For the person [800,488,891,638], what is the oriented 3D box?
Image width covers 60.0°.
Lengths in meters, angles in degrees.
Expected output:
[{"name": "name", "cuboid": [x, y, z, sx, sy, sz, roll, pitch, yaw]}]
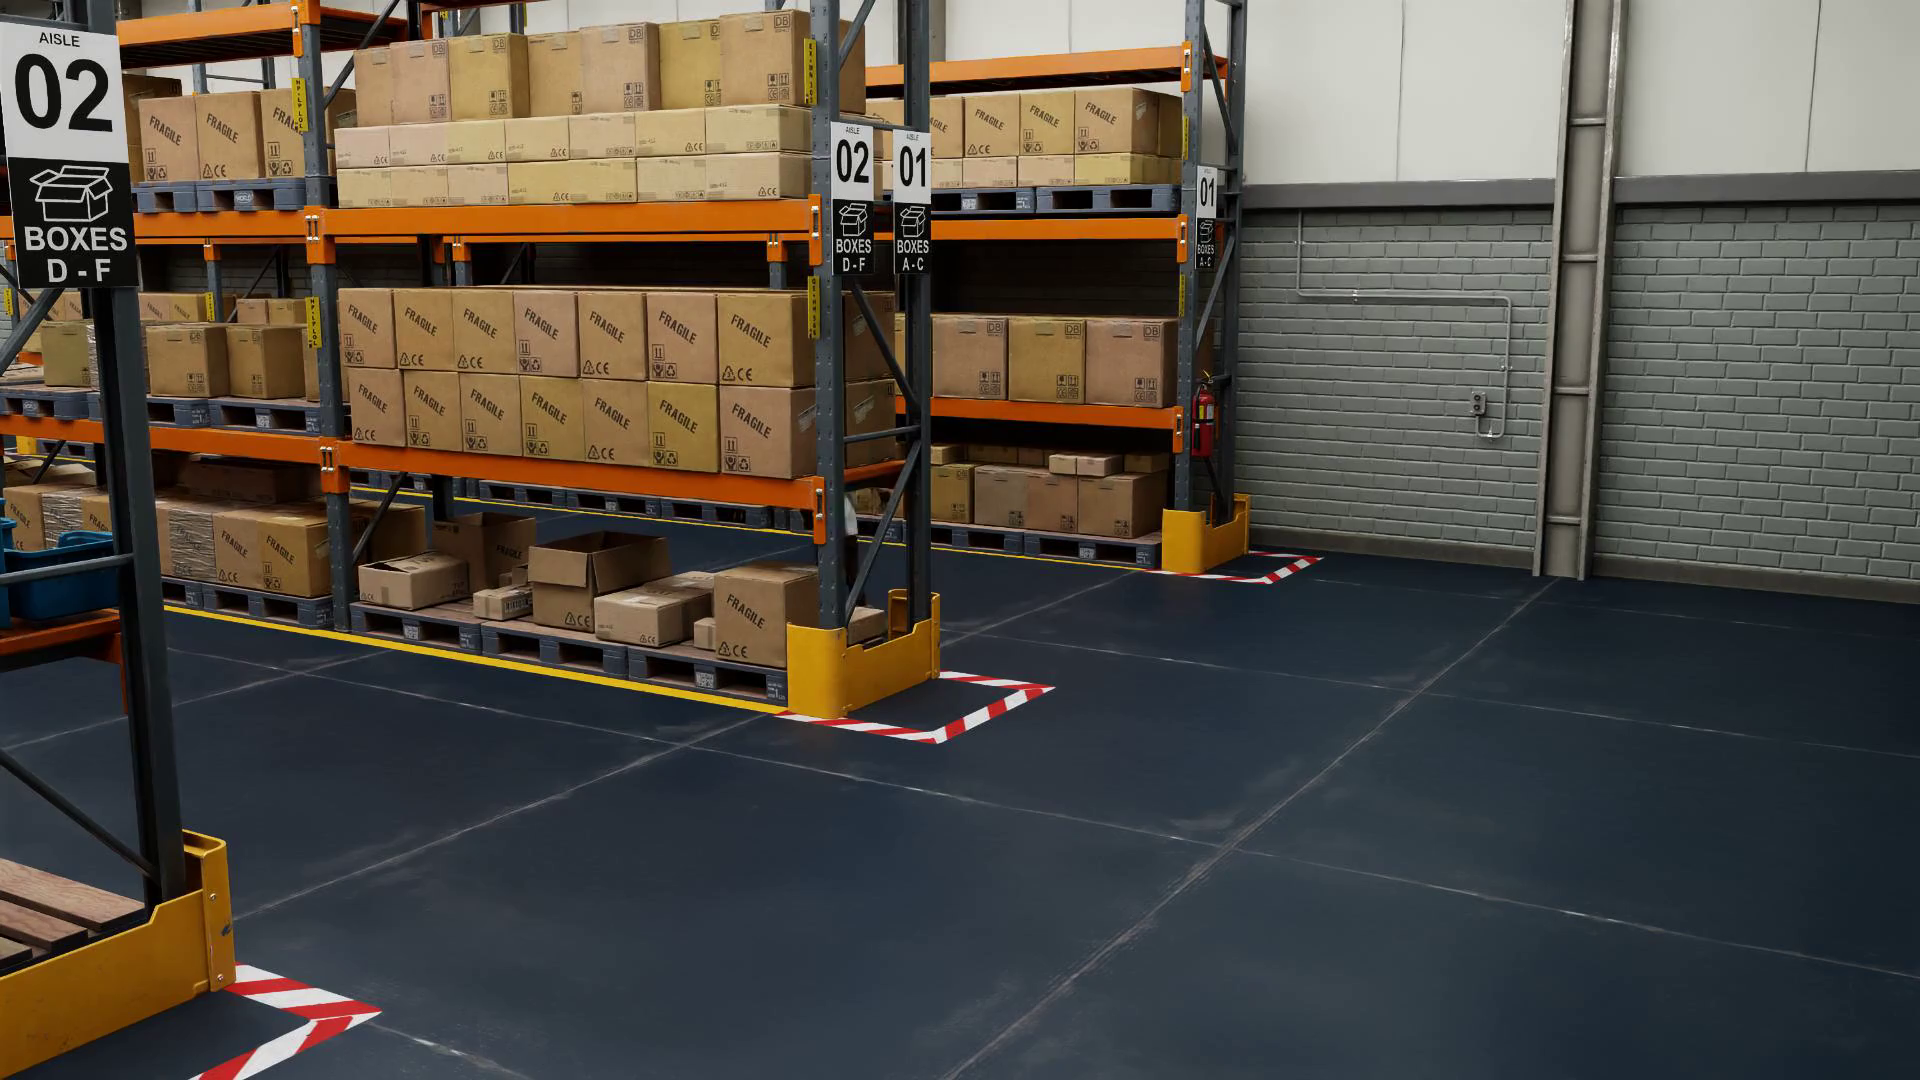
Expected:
[{"name": "person", "cuboid": [-0.688, -0.336, 11.033, 0.975, 2.003, 0.613, 5, 11, 29]}]
